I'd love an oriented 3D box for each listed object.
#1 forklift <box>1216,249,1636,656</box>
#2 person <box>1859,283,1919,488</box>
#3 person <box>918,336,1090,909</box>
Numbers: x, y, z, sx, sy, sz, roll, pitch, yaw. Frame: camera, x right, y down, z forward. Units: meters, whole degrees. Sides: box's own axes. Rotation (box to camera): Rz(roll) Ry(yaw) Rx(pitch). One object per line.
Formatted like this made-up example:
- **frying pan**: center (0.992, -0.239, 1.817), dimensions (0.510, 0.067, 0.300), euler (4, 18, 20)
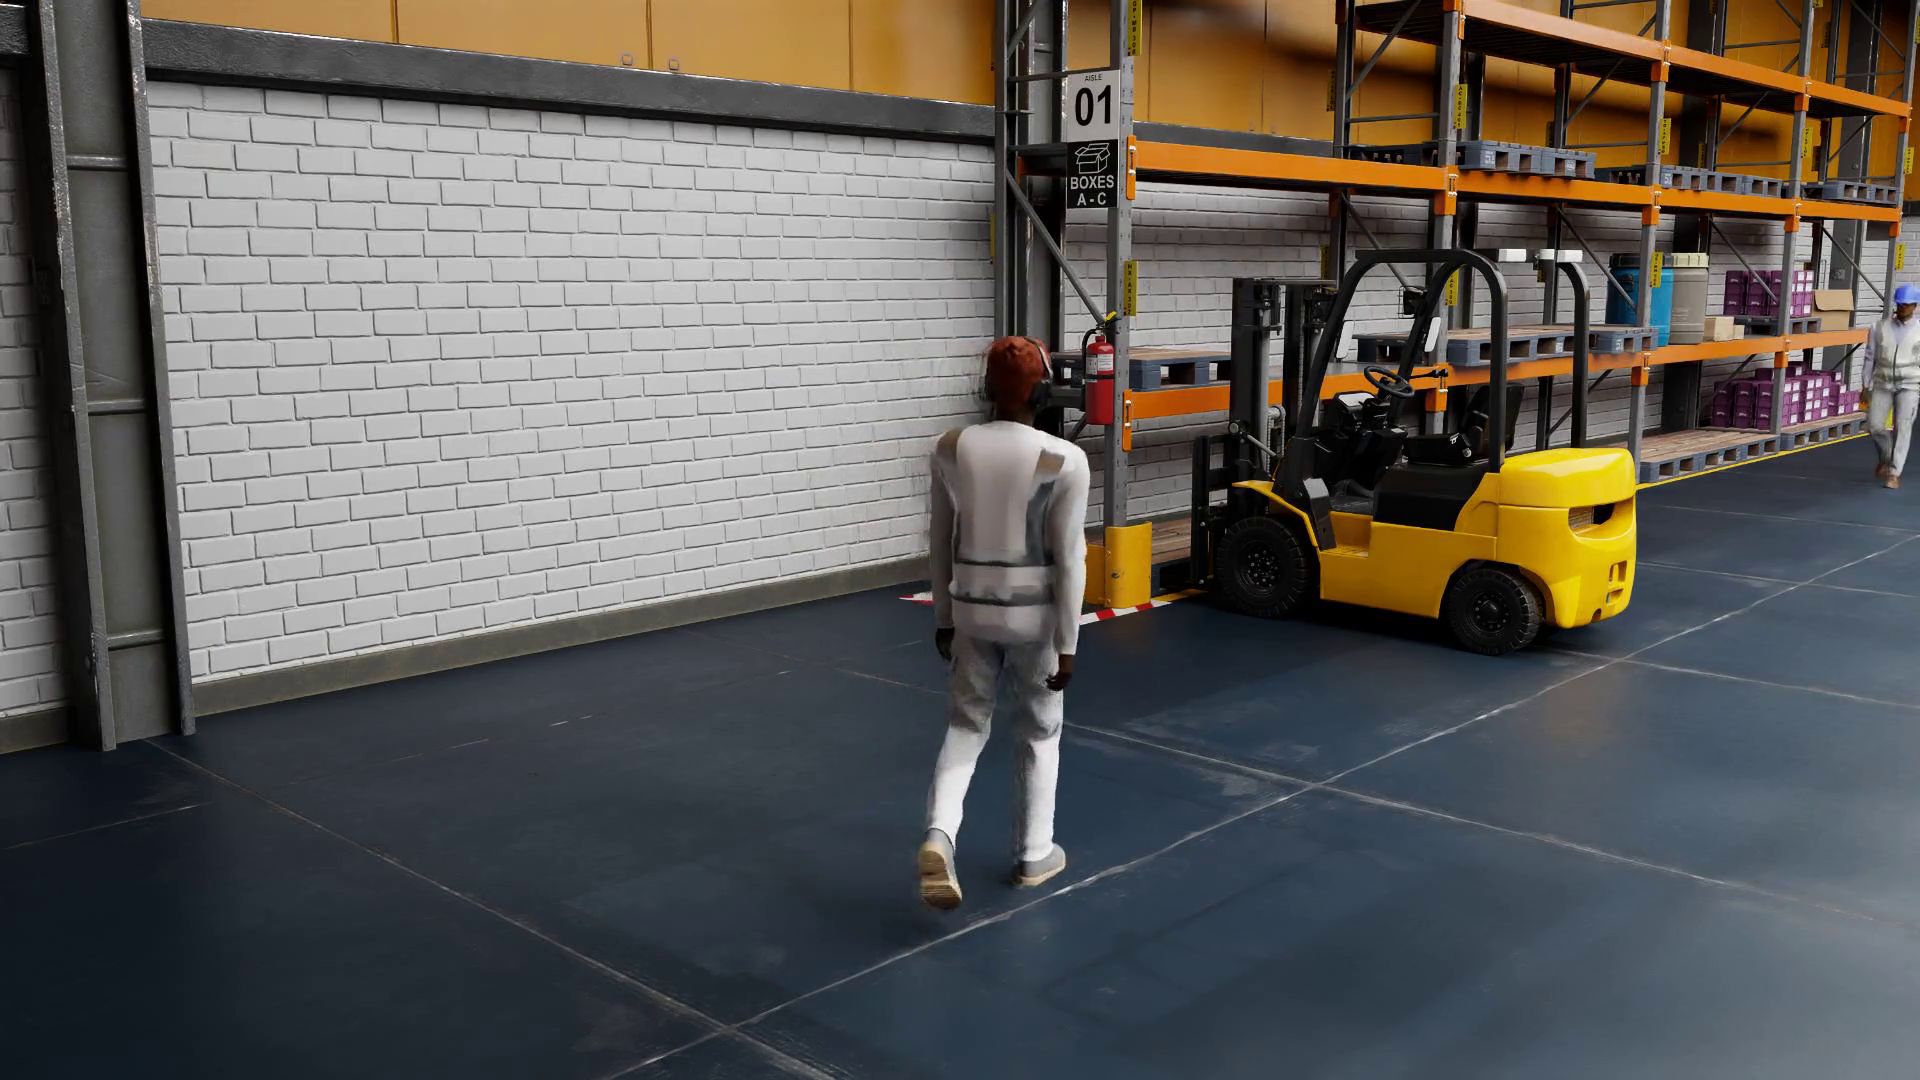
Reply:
- **forklift**: center (2.710, -0.584, 9.626), dimensions (2.313, 2.155, 1.214), euler (9, 13, 43)
- **person**: center (8.903, -1.460, 15.785), dimensions (0.631, 1.934, 0.497), euler (8, 12, 40)
- **person**: center (0.121, 0.278, 5.355), dimensions (0.574, 1.866, 0.777), euler (4, 10, 24)
